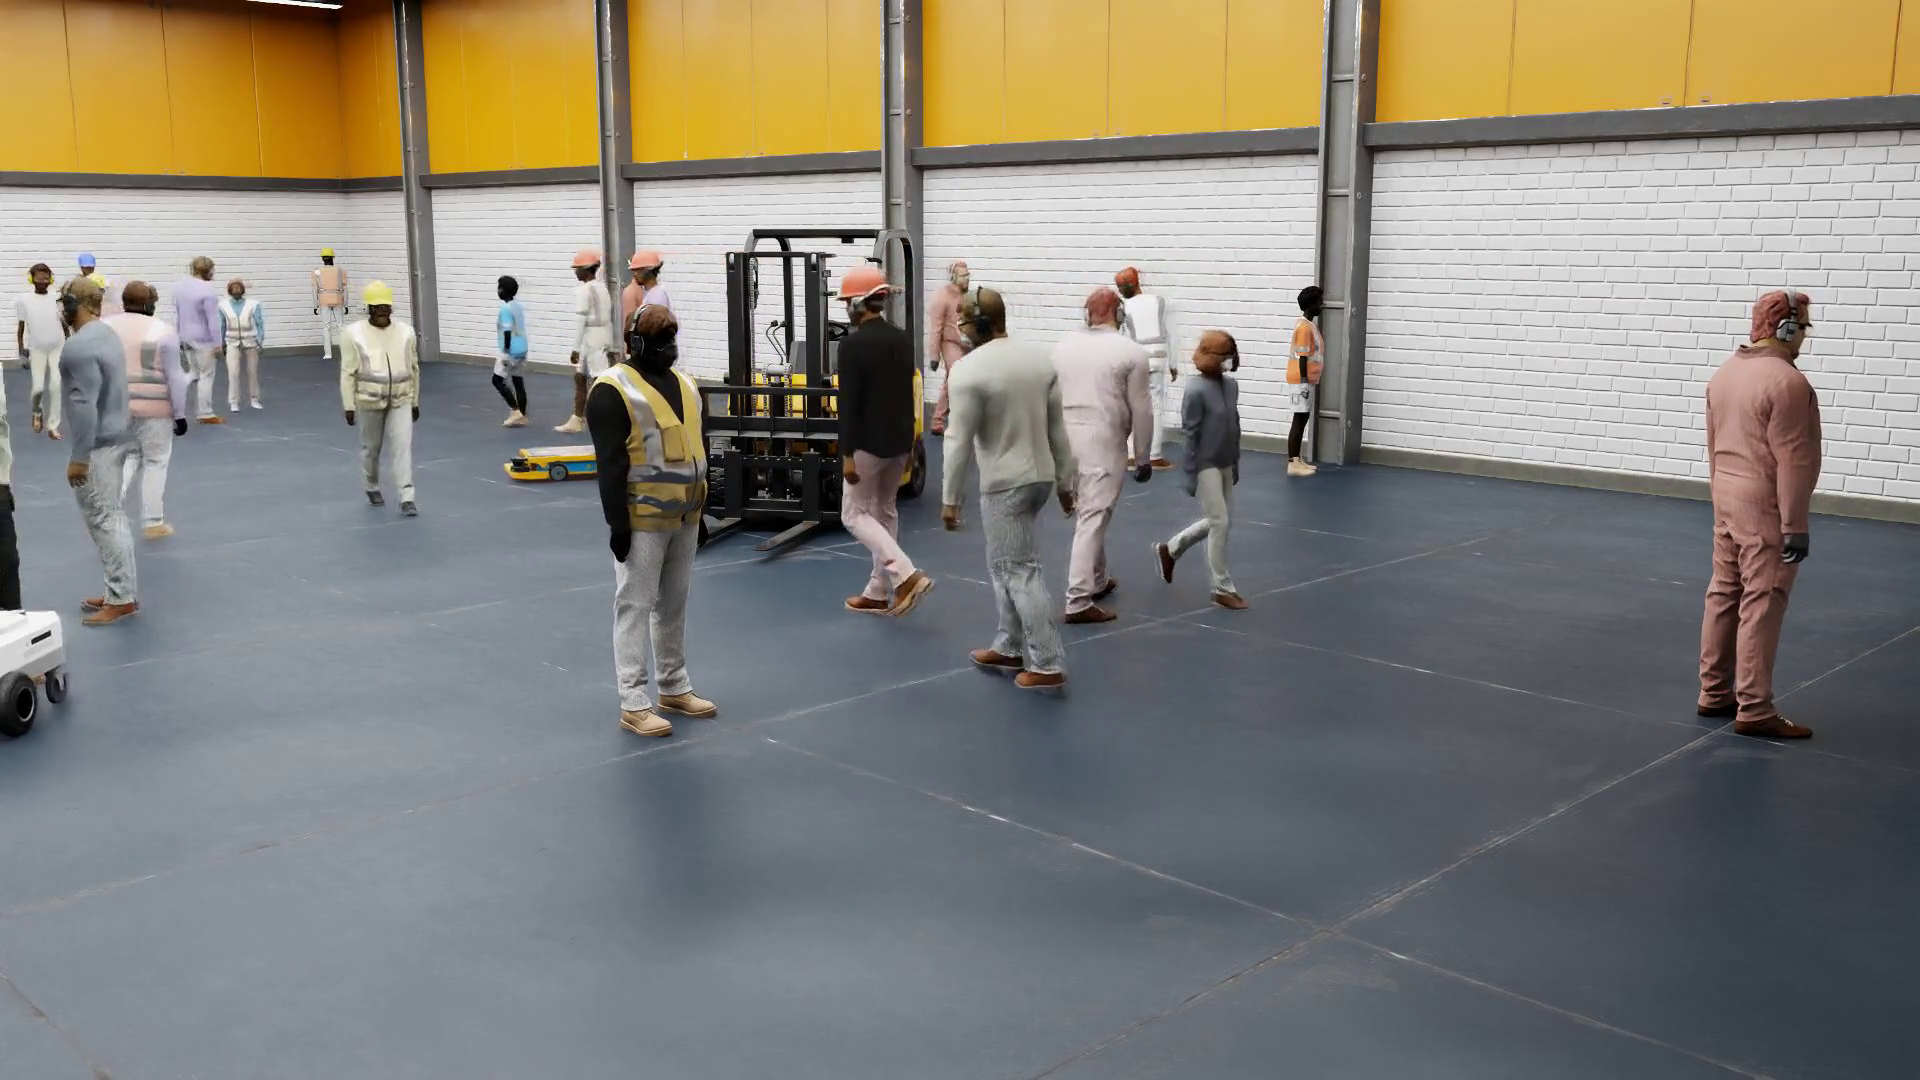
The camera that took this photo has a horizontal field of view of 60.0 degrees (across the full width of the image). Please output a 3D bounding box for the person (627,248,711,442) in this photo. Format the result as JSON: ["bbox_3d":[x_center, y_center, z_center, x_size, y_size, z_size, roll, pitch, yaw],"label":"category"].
[{"bbox_3d":[-2.736,-1.697,15.483,0.790,2.018,0.607,-3,11,-15],"label":"person"}]

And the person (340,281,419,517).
[{"bbox_3d":[-4.476,-1.102,12.856,0.608,1.789,0.933,-6,12,-31],"label":"person"}]

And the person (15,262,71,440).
[{"bbox_3d":[-9.583,-1.976,17.444,0.494,1.852,0.452,-8,13,-38],"label":"person"}]

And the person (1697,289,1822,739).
[{"bbox_3d":[3.454,-0.114,7.142,0.410,1.906,0.642,-1,10,-5],"label":"person"}]

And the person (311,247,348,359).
[{"bbox_3d":[-10.857,-4.076,28.689,0.589,1.923,0.383,-5,11,-24],"label":"person"}]

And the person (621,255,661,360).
[{"bbox_3d":[-3.102,-1.835,16.304,0.393,1.985,0.611,1,10,4],"label":"person"}]

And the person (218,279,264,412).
[{"bbox_3d":[-8.754,-2.370,20.294,0.527,1.606,0.616,-3,11,-15],"label":"person"}]

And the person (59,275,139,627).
[{"bbox_3d":[-4.788,-0.492,9.239,0.346,1.909,0.771,-3,11,-15],"label":"person"}]

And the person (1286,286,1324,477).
[{"bbox_3d":[3.072,-1.411,14.804,0.321,1.689,0.530,4,11,19],"label":"person"}]

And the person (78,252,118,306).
[{"bbox_3d":[-11.541,-2.873,22.151,0.598,1.919,0.933,-10,14,-42],"label":"person"}]

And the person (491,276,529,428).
[{"bbox_3d":[-4.970,-2.069,18.372,0.379,1.685,0.551,1,10,3],"label":"person"}]

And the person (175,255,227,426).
[{"bbox_3d":[-8.545,-2.205,18.541,0.655,1.916,0.610,7,13,35],"label":"person"}]

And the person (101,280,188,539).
[{"bbox_3d":[-5.727,-0.888,11.605,0.646,1.819,0.537,1,10,6],"label":"person"}]

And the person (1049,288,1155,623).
[{"bbox_3d":[0.772,-0.492,9.415,0.674,1.834,0.875,10,14,43],"label":"person"}]

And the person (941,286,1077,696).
[{"bbox_3d":[0.217,-0.232,7.798,0.795,1.891,0.647,9,14,40],"label":"person"}]

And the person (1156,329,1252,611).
[{"bbox_3d":[1.407,-0.416,9.591,0.657,1.600,0.519,9,14,40],"label":"person"}]

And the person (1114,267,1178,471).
[{"bbox_3d":[1.679,-1.543,15.107,0.670,1.852,0.347,-2,11,-11],"label":"person"}]

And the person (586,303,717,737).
[{"bbox_3d":[-1.304,-0.093,7.199,0.429,1.844,0.627,5,12,27],"label":"person"}]

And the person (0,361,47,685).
[{"bbox_3d":[-4.814,-0.275,7.871,0.830,1.971,0.628,4,11,21],"label":"person"}]

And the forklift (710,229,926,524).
[{"bbox_3d":[-1.050,-1.319,12.920,1.214,2.155,2.313,2,11,13],"label":"forklift"}]

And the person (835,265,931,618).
[{"bbox_3d":[-0.419,-0.526,9.210,0.608,1.976,0.638,8,13,36],"label":"person"}]

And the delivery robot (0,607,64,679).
[{"bbox_3d":[-4.255,0.486,7.292,0.477,0.478,0.707,-1,10,-3],"label":"delivery robot"}]

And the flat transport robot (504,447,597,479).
[{"bbox_3d":[-3.301,-0.708,14.836,1.431,0.197,0.652,-4,11,-20],"label":"flat transport robot"}]

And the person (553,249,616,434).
[{"bbox_3d":[-3.846,-2.103,17.760,1.030,1.997,0.606,1,10,5],"label":"person"}]

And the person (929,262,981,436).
[{"bbox_3d":[0.026,-1.959,17.344,1.008,1.853,0.647,8,13,36],"label":"person"}]

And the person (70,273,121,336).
[{"bbox_3d":[-9.539,-2.110,18.500,0.528,1.725,0.878,1,10,3],"label":"person"}]
